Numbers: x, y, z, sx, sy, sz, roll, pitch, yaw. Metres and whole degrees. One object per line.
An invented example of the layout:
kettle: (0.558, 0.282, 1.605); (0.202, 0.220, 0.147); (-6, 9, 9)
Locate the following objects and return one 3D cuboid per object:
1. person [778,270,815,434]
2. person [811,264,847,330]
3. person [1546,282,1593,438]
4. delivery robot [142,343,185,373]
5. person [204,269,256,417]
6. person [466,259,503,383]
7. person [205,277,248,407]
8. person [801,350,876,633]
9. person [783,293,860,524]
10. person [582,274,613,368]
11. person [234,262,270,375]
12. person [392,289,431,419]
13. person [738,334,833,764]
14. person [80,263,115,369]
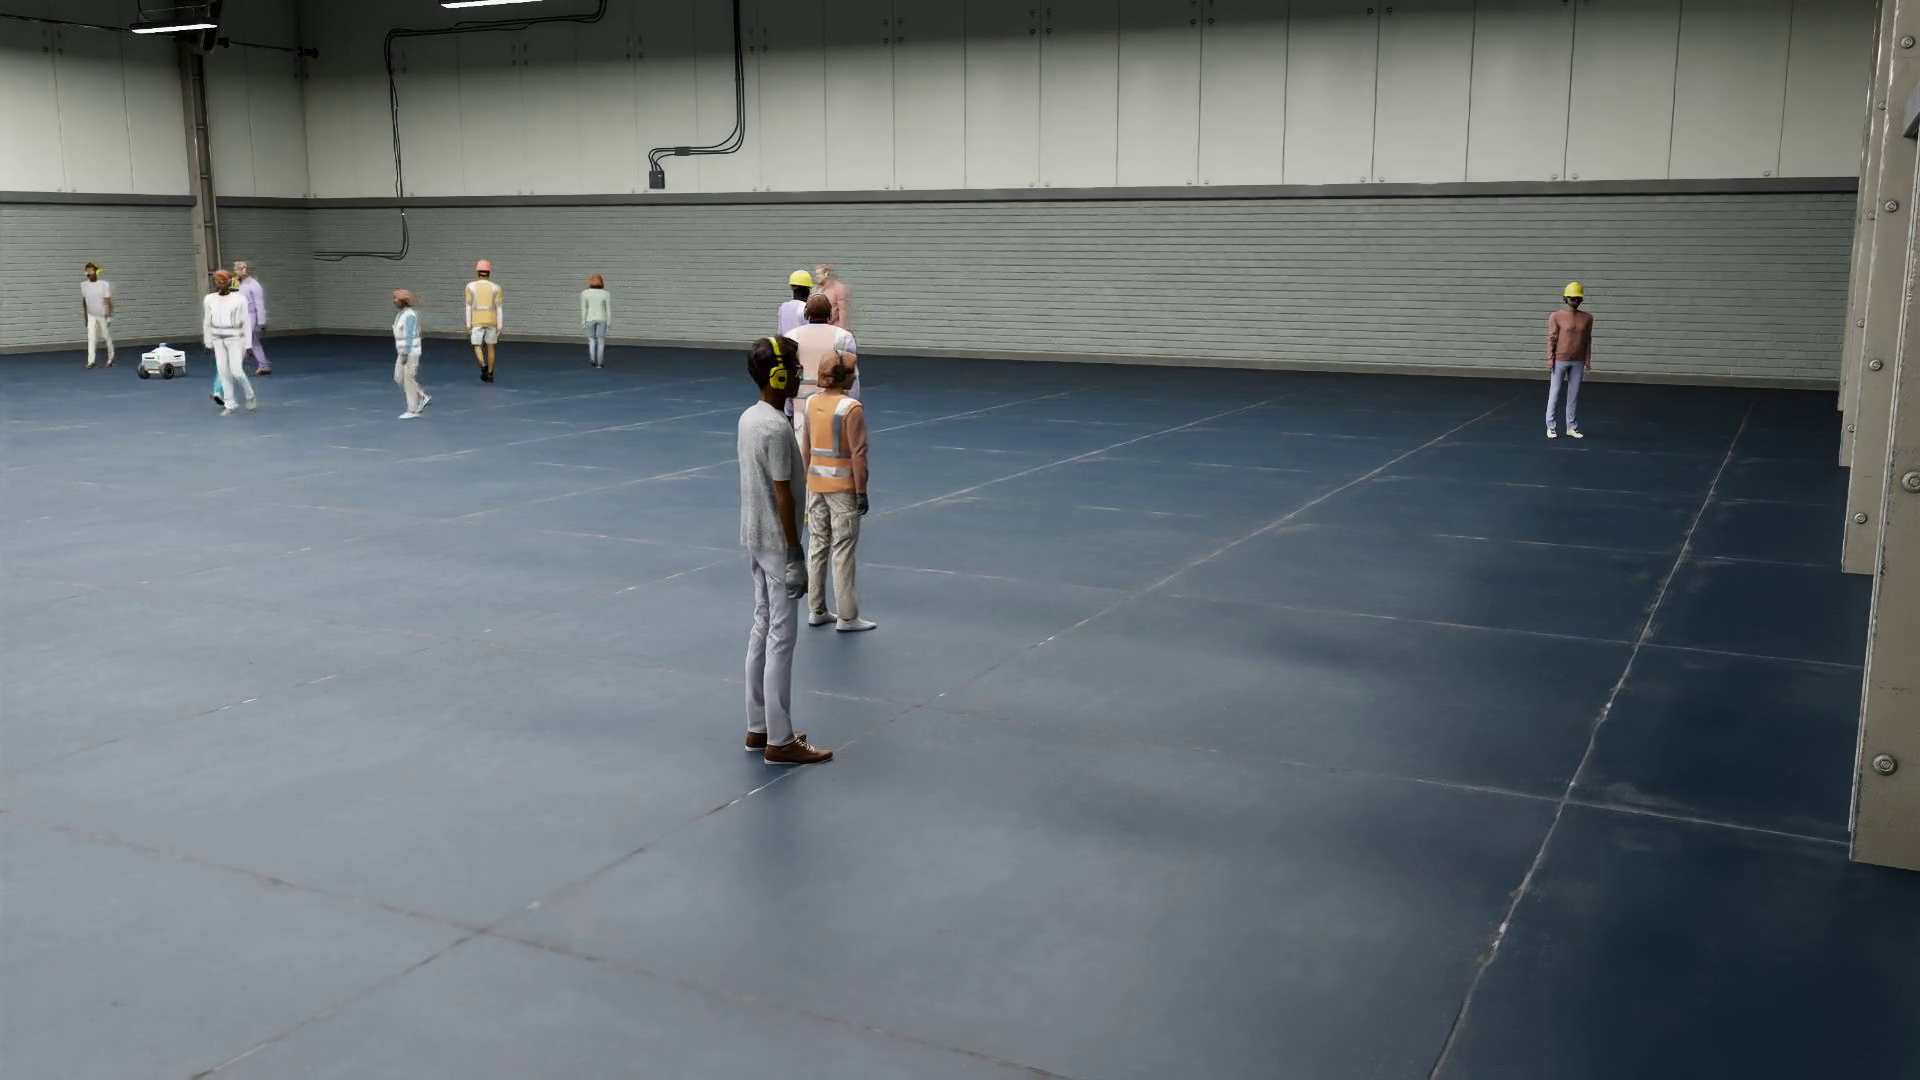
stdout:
person: (-1.700, -1.910, 17.768); (0.364, 1.928, 0.587); (-10, 14, -42)
person: (-1.913, -3.214, 25.071); (0.662, 1.870, 0.703); (6, 12, 30)
person: (6.918, -2.032, 18.876); (0.525, 1.769, 0.315); (-1, 10, -8)
delivery robot: (-12.824, -2.923, 26.784); (0.477, 0.478, 0.707); (2, 11, 10)
person: (-9.304, -2.506, 21.185); (0.583, 1.871, 0.468); (1, 10, 6)
person: (-7.363, -3.375, 25.774); (0.567, 1.925, 0.597); (-3, 11, -18)
person: (-9.788, -2.641, 22.249); (0.567, 1.736, 0.443); (2, 11, 10)
person: (-0.723, -0.282, 9.685); (0.314, 1.636, 0.517); (-10, 14, -43)
person: (-1.105, -1.037, 13.234); (0.633, 1.846, 0.429); (0, 10, 2)
person: (-6.305, -3.807, 28.933); (0.532, 1.617, 0.394); (0, 10, -2)
person: (-11.696, -3.578, 27.065); (0.640, 1.854, 1.002); (7, 12, 34)
person: (-6.922, -2.330, 20.893); (0.413, 1.623, 0.513); (-8, 13, -36)
person: (-0.786, 0.044, 7.265); (0.328, 1.875, 0.513); (-5, 12, -26)
person: (-14.979, -3.895, 28.897); (0.540, 1.823, 0.971); (-1, 10, -6)
